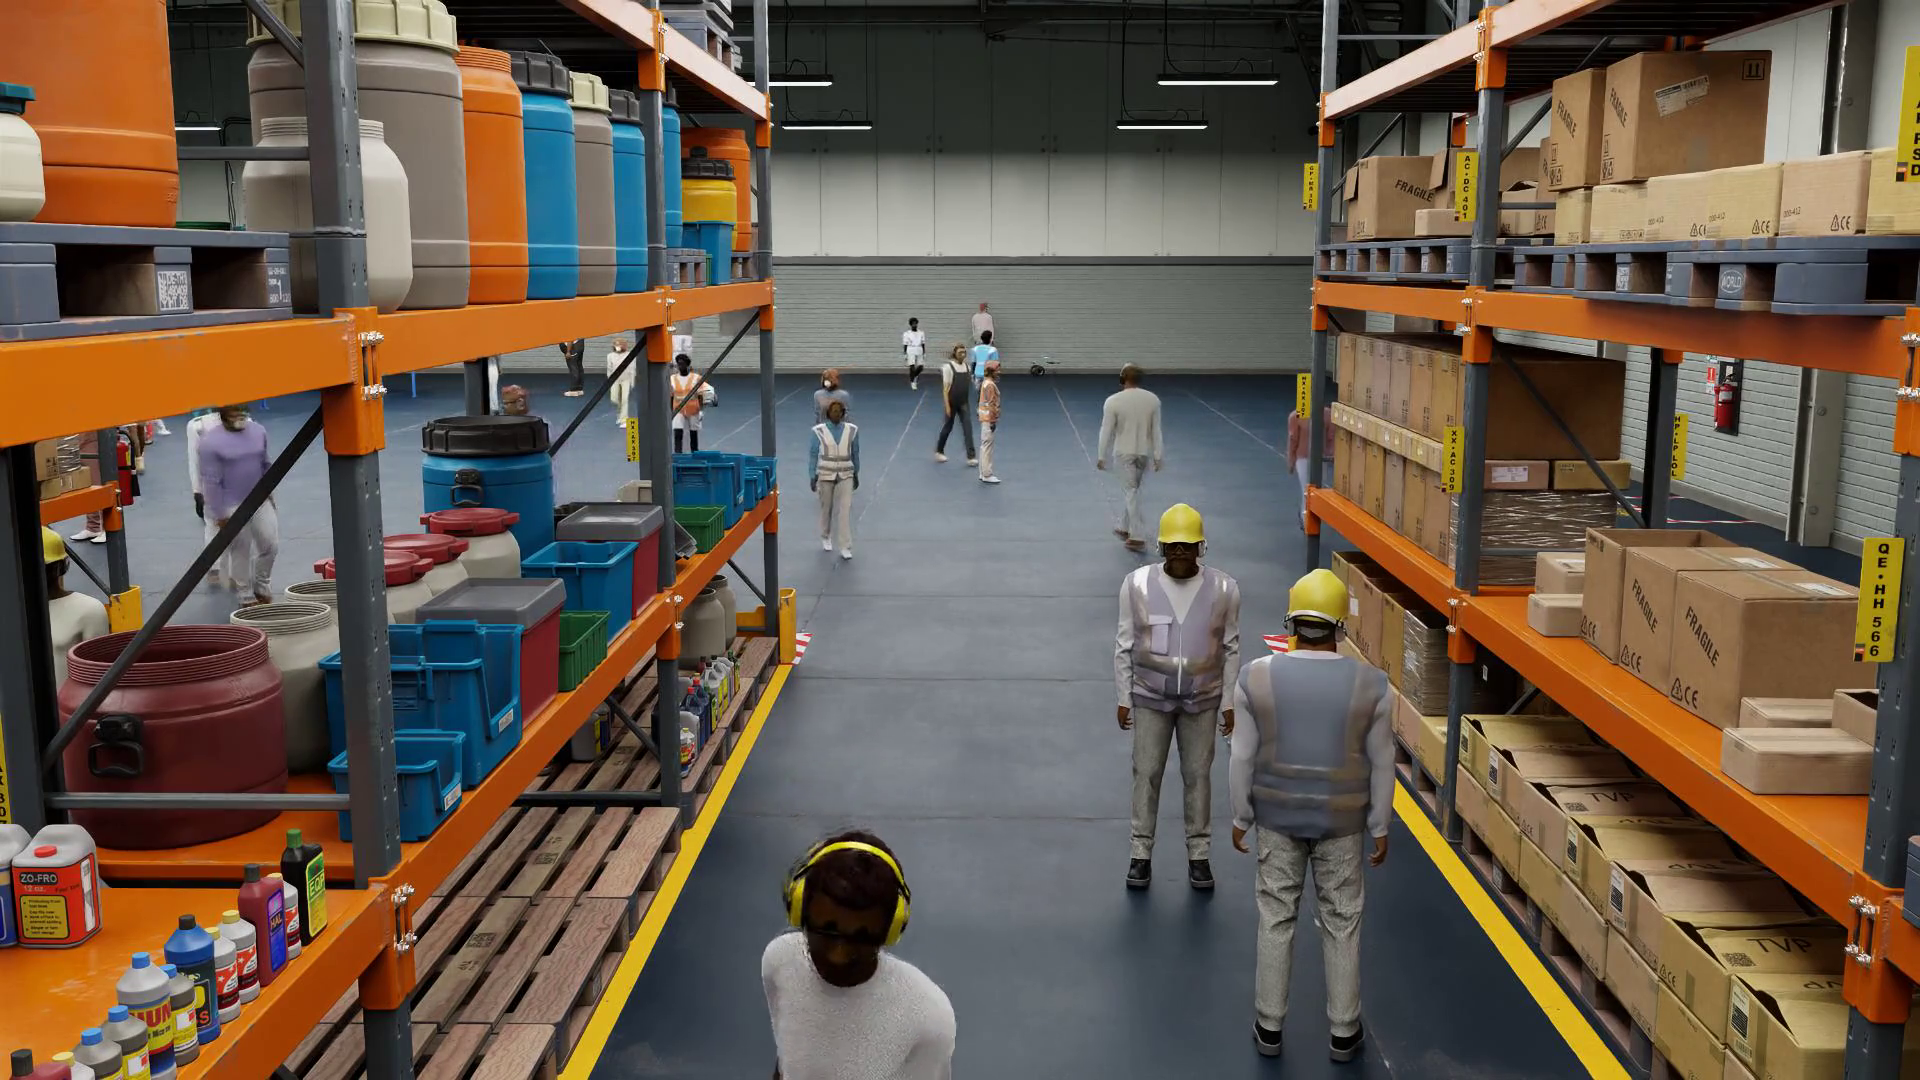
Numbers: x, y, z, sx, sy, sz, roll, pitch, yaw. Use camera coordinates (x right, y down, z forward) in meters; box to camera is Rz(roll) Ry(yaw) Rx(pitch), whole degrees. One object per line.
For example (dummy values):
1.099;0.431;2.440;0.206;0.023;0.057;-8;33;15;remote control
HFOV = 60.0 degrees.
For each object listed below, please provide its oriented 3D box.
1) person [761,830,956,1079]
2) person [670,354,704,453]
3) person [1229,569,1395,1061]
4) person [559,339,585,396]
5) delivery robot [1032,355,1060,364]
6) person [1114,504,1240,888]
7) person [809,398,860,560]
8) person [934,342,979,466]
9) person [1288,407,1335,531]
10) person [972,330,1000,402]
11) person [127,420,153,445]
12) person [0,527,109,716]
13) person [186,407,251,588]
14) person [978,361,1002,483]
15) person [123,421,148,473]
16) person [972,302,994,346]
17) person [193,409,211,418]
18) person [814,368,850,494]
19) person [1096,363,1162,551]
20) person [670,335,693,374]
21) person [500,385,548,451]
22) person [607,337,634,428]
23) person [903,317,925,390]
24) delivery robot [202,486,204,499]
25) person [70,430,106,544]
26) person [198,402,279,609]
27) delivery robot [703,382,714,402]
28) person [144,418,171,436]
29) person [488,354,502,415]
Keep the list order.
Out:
-0.222;1.456;3.552;0.556;1.825;0.512;6;11;30;person
-3.902;-1.812;23.627;0.545;1.646;0.834;0;9;2;person
1.303;1.015;6.187;0.597;1.831;0.403;2;10;14;person
-8.639;-4.212;37.003;0.538;2.000;0.683;2;10;10;person
2.247;-4.732;43.499;0.698;0.223;0.335;-2;10;-14;delivery robot
1.023;0.735;7.864;0.590;1.833;0.404;1;9;4;person
-1.277;-0.643;16.826;0.532;1.596;0.860;-2;10;-13;person
-0.060;-2.009;24.425;0.520;1.806;0.975;-6;11;-31;person
3.770;-0.893;17.921;0.518;1.730;0.828;-1;10;-8;person
0.505;-3.099;31.286;0.553;1.677;0.507;5;11;27;person
-13.383;-2.435;27.050;0.526;1.769;0.328;2;10;9;person
-4.147;0.810;7.616;0.533;1.767;0.314;0;9;-2;person
-6.777;-0.525;15.325;0.583;1.857;0.795;-4;10;-25;person
0.404;-1.595;22.407;0.312;1.636;0.518;-1;10;-5;person
-11.713;-1.959;23.546;0.627;1.992;1.042;-7;12;-35;person
0.632;-5.253;43.515;0.641;1.908;0.408;7;12;36;person
-13.826;-3.013;30.291;0.570;1.839;0.372;0;9;0;person
-1.627;-1.421;21.465;0.501;1.608;0.782;3;10;18;person
1.709;-0.882;17.302;0.648;1.901;0.940;-4;10;-24;person
-5.639;-3.639;33.816;0.567;1.915;0.421;6;11;31;person
-3.845;-0.422;14.681;0.550;1.881;0.638;-8;12;-40;person
-6.074;-2.822;29.796;0.510;1.620;0.372;1;10;4;person
-1.073;-4.331;38.652;0.543;1.679;0.431;-4;10;-23;person
-8.559;-0.598;19.516;0.477;0.478;0.707;1;10;6;delivery robot
-9.215;-0.919;17.567;0.644;1.903;0.400;6;11;34;person
-5.919;-0.273;13.727;0.492;1.890;0.686;6;11;34;person
-5.324;-3.088;34.430;0.477;0.478;0.707;-4;10;-20;delivery robot
-13.940;-2.748;28.677;0.760;1.853;0.517;4;10;24;person
-9.045;-3.277;31.741;0.655;1.875;1.050;-4;10;-23;person
